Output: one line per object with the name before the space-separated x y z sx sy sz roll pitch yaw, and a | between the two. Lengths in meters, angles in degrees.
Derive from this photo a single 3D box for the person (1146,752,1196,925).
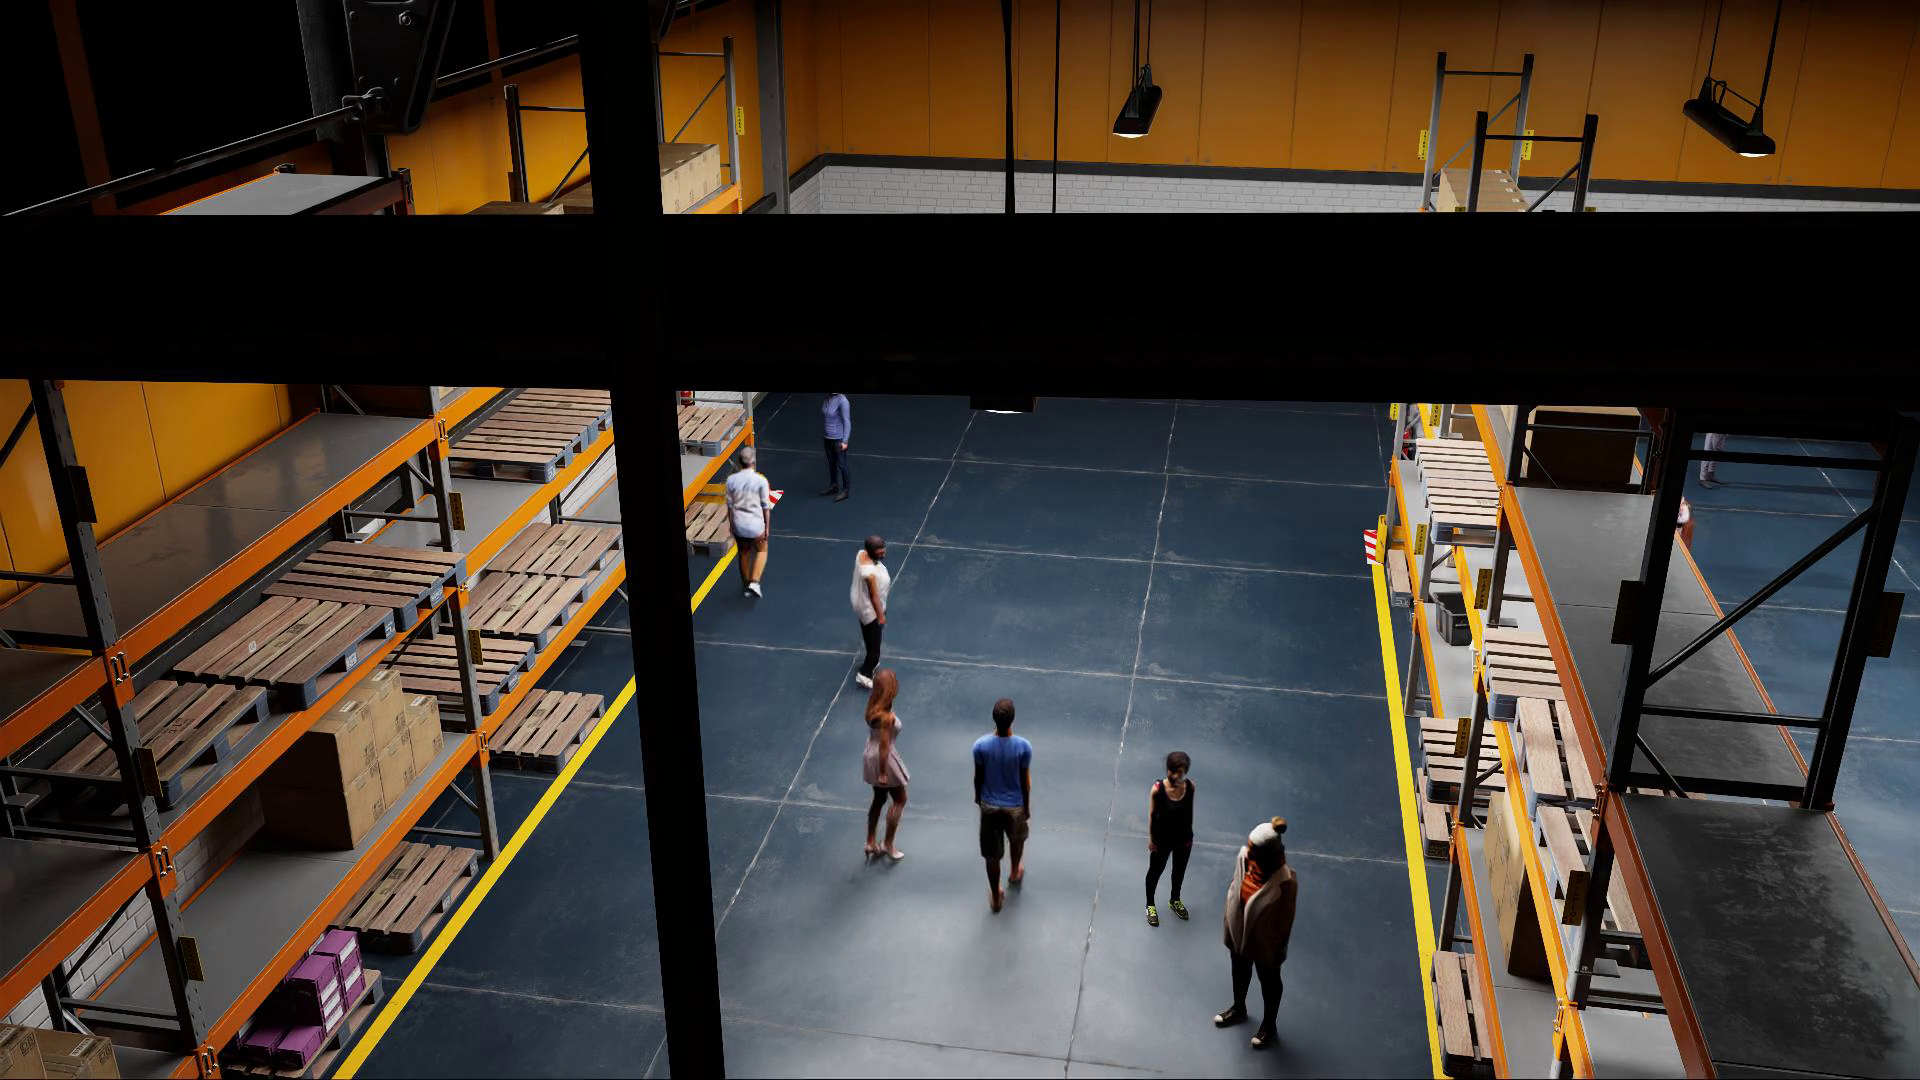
person | 1.722 2.391 13.531 0.616 1.550 0.629 -7 25 -15

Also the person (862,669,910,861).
person | -0.706 1.976 14.256 0.803 1.730 0.736 -5 24 -11

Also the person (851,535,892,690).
person | -0.925 0.660 17.341 0.949 1.669 0.801 -14 27 -29

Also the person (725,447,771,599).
person | -2.431 -0.149 19.014 0.684 1.811 0.800 3 24 7

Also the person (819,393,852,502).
person | -1.633 -1.384 21.926 0.752 1.743 0.723 -19 30 -37

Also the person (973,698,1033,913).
person | 0.342 2.207 13.585 0.675 1.844 0.916 2 24 4

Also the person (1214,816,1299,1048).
person | 2.200 2.802 12.153 0.869 1.901 0.825 -20 30 -37
